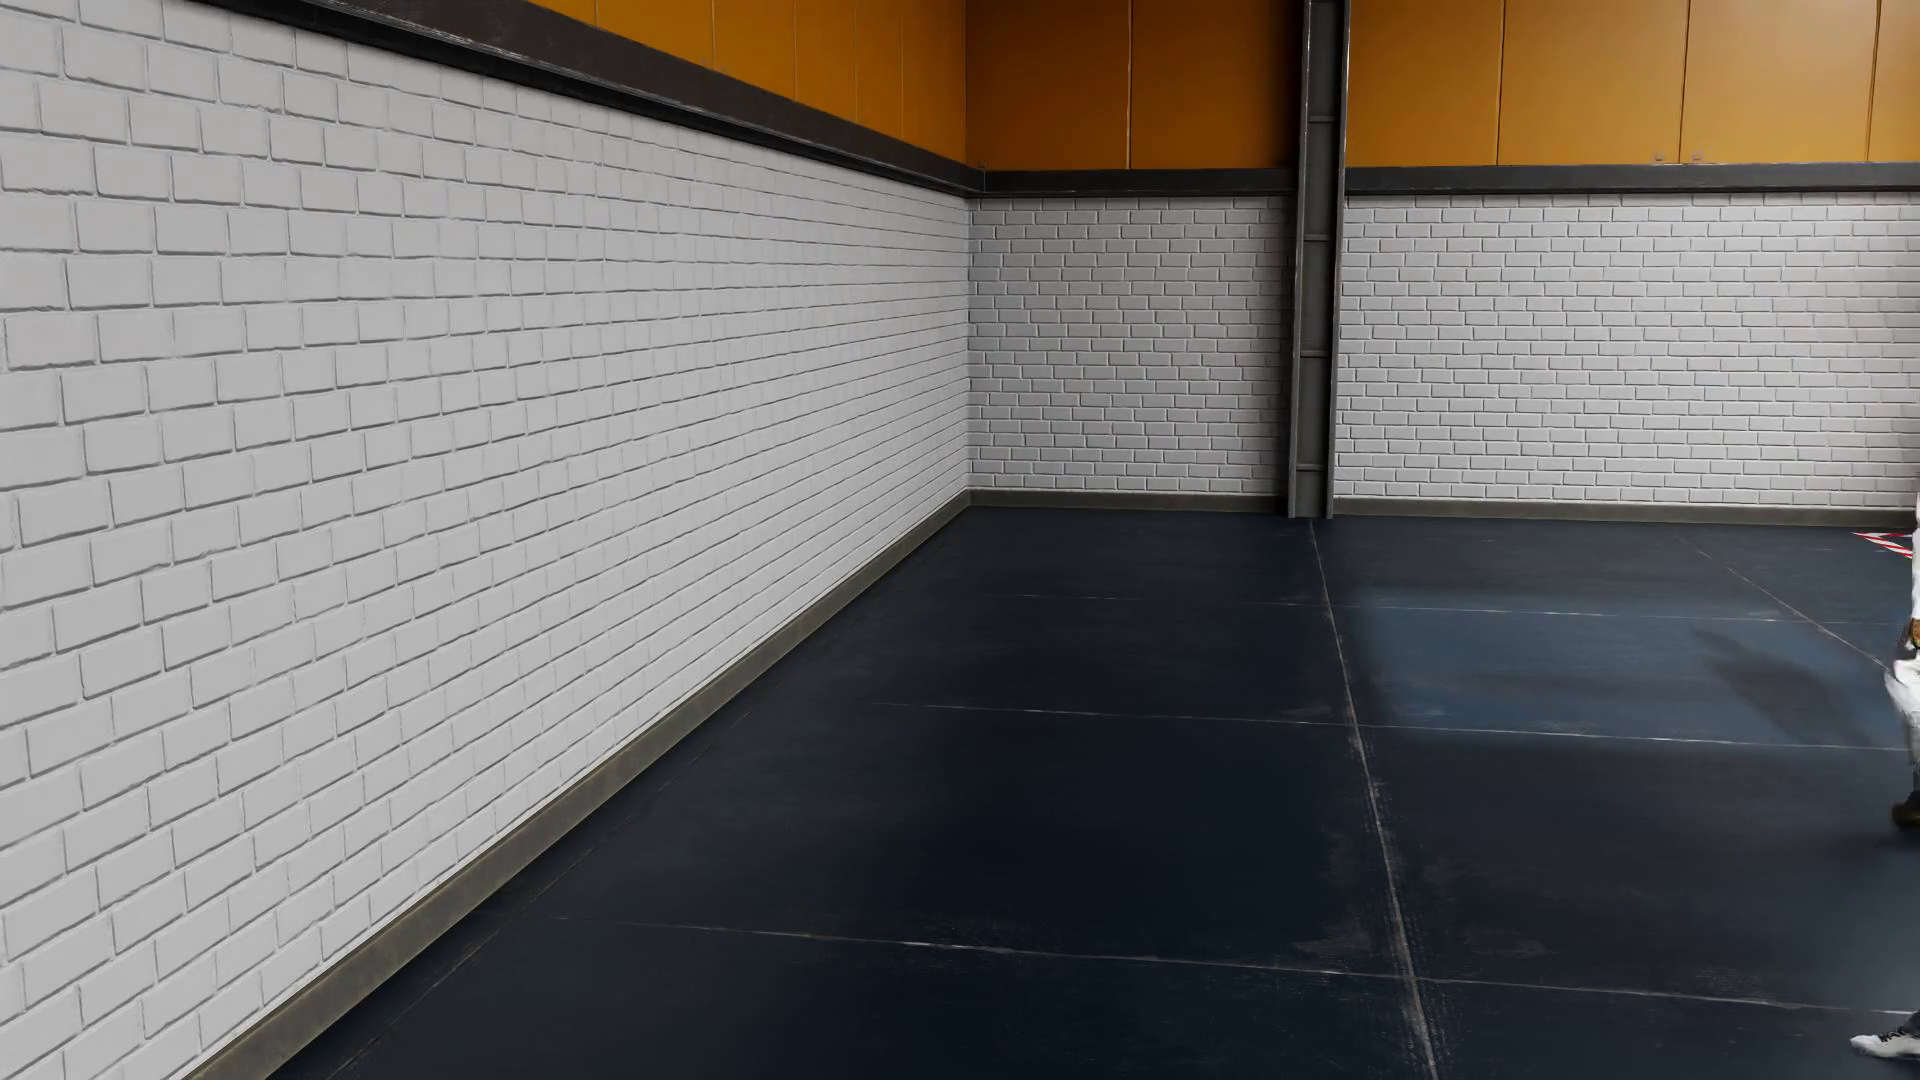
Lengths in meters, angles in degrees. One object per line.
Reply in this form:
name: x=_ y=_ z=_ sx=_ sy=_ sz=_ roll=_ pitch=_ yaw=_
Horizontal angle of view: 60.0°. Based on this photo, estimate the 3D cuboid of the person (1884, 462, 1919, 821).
person: x=3.945 y=0.237 z=6.540 sx=0.594 sy=1.864 sz=0.478 roll=-1 pitch=9 yaw=-9

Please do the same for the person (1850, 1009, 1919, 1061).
person: x=2.945 y=0.708 z=4.453 sx=0.803 sy=1.599 sz=0.508 roll=3 pitch=10 yaw=18
